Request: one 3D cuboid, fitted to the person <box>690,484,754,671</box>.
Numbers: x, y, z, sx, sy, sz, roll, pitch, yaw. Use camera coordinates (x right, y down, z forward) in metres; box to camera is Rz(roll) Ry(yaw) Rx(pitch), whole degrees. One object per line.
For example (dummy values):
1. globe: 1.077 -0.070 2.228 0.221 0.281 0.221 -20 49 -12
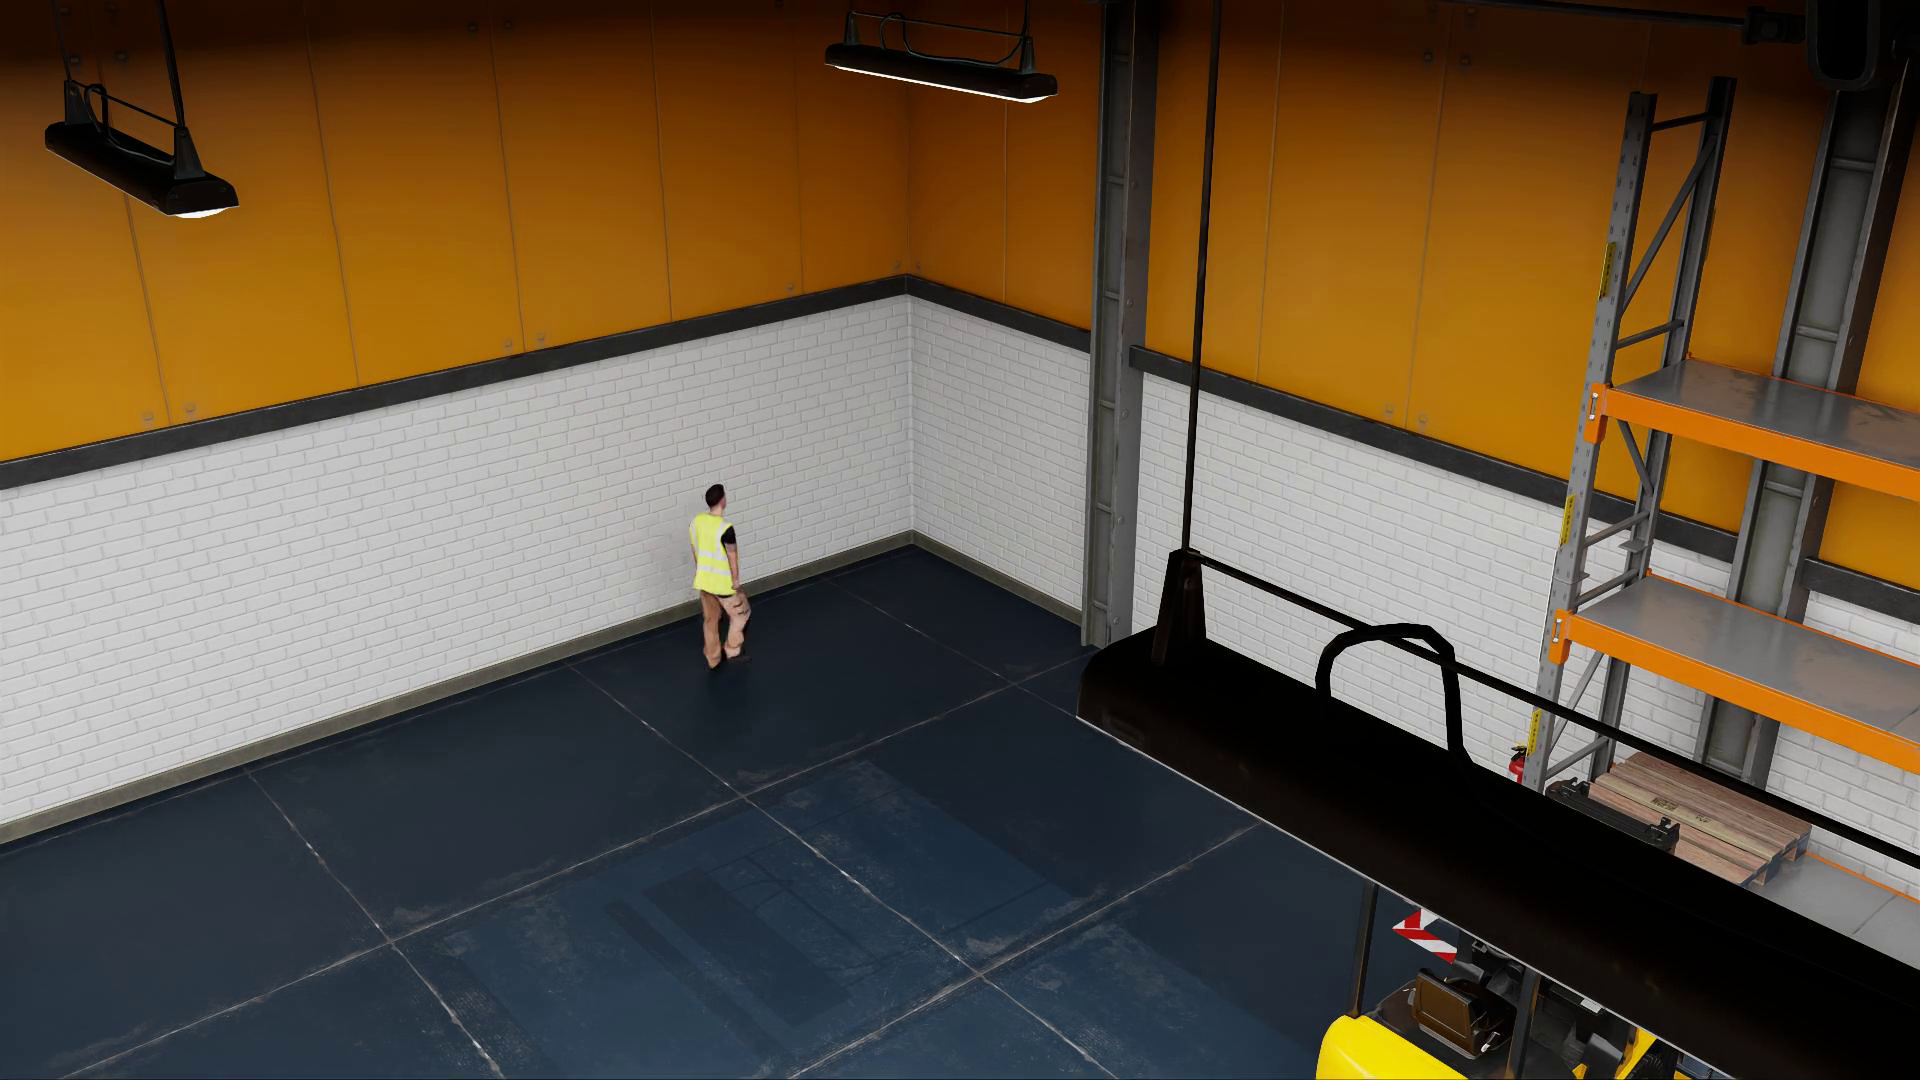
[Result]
1. person: -2.272 0.384 15.374 0.786 1.831 0.886 13 27 28
